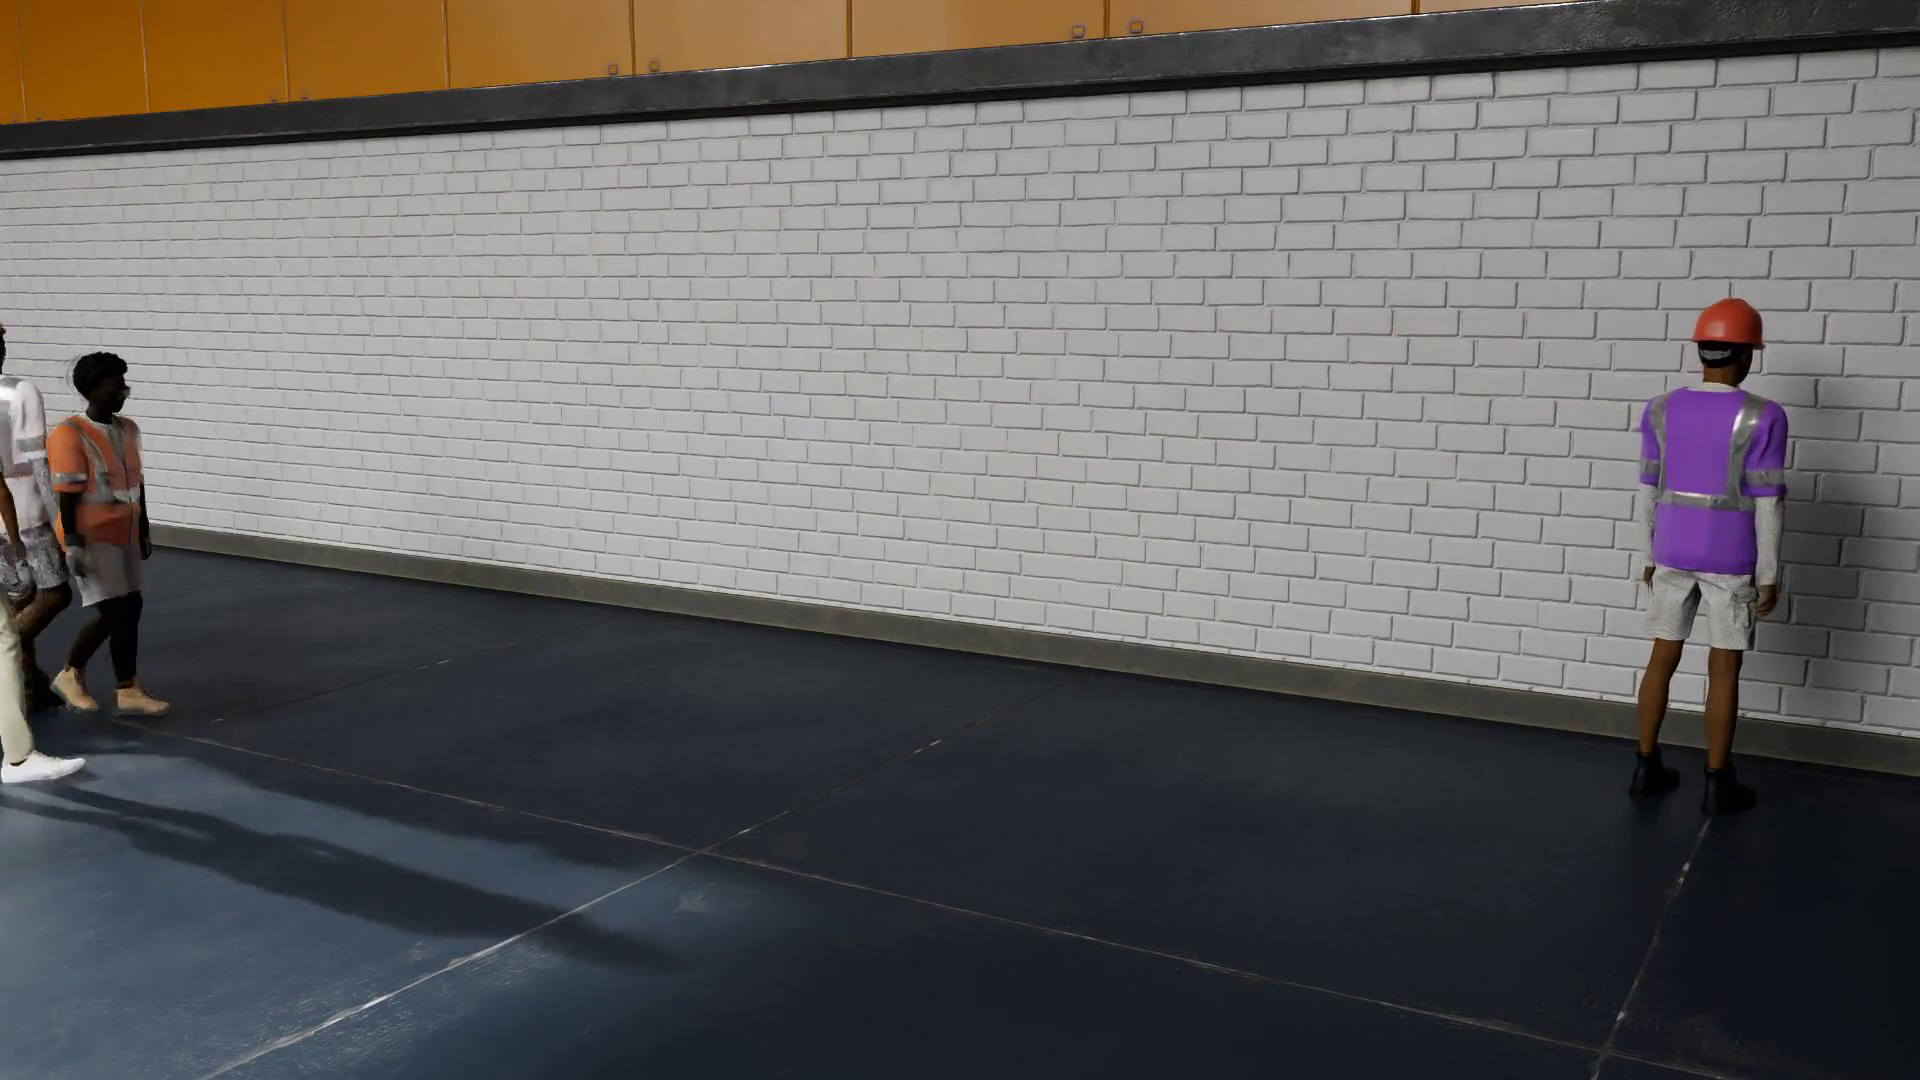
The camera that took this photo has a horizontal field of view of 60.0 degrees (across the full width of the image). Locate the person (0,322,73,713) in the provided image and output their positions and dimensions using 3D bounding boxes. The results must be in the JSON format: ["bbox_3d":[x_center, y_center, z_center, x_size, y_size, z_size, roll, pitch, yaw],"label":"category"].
[{"bbox_3d":[-4.286,-0.116,7.474,0.571,1.906,0.635,3,10,17],"label":"person"}]

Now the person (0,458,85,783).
[{"bbox_3d":[-3.905,0.076,6.552,0.738,1.828,0.346,-2,9,-9],"label":"person"}]

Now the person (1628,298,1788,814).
[{"bbox_3d":[2.836,0.061,6.285,0.372,1.931,0.552,-7,12,-39],"label":"person"}]

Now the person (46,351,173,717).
[{"bbox_3d":[-3.845,-0.002,7.440,0.405,1.679,0.582,1,9,8],"label":"person"}]
